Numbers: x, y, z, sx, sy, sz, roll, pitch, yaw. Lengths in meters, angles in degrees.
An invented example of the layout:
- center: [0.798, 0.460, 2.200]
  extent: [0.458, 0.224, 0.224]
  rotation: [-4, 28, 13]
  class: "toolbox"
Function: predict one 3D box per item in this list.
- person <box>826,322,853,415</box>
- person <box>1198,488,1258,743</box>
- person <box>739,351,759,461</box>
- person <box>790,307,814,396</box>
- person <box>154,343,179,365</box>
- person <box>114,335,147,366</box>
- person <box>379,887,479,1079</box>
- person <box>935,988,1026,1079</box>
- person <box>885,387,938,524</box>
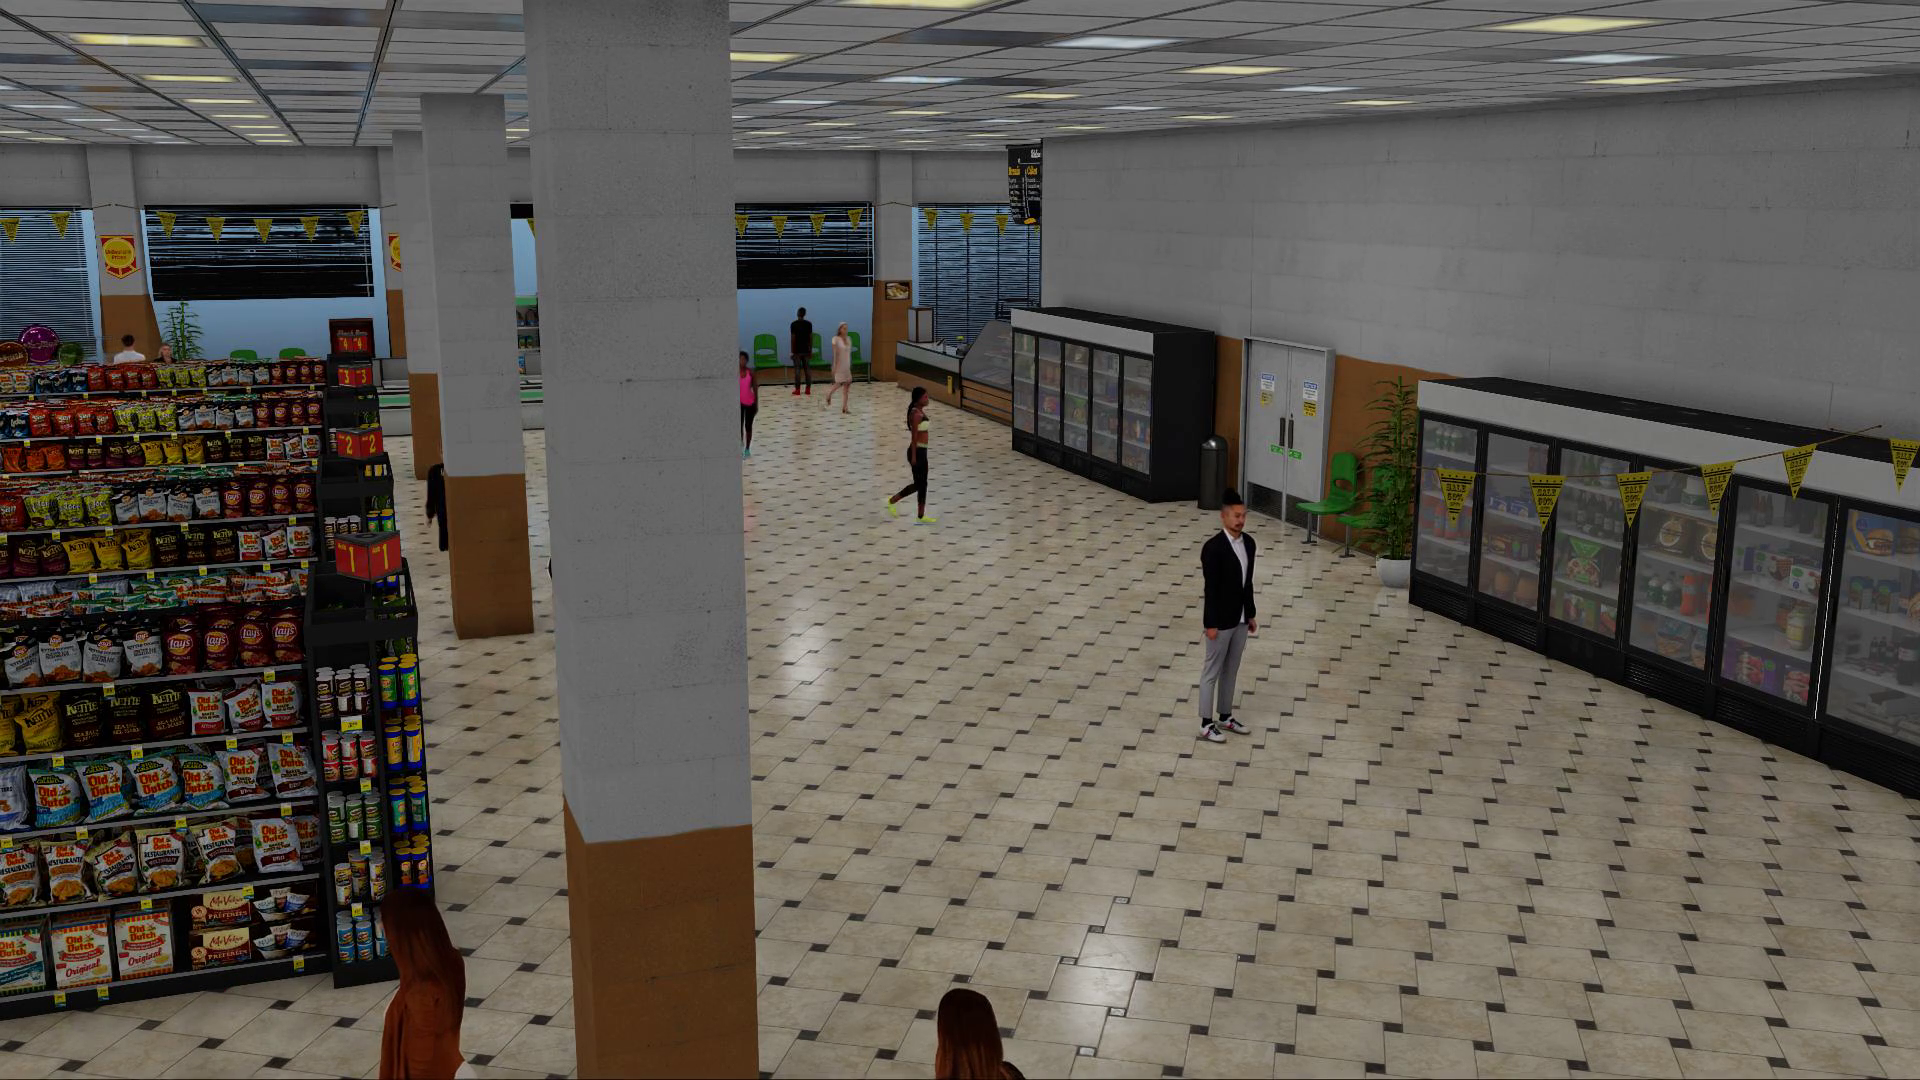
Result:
- center: [-2.283, -3.261, 31.502]
  extent: [0.942, 1.725, 0.869]
  rotation: [-11, 16, -41]
  class: "person"
- center: [2.050, 0.554, 12.820]
  extent: [0.671, 1.959, 0.841]
  rotation: [-10, 15, -39]
  class: "person"
- center: [-3.365, -2.088, 26.074]
  extent: [1.107, 1.666, 0.849]
  rotation: [-1, 12, -4]
  class: "person"
- center: [-3.284, -3.914, 34.414]
  extent: [0.489, 1.803, 0.716]
  rotation: [-6, 13, -25]
  class: "person"
- center: [-13.182, -2.439, 27.695]
  extent: [0.753, 1.686, 0.657]
  rotation: [8, 15, 35]
  class: "person"
- center: [-13.607, -2.424, 27.284]
  extent: [0.807, 1.826, 0.895]
  rotation: [0, 12, -2]
  class: "person"
- center: [-1.910, 2.088, 6.135]
  extent: [0.641, 1.712, 0.670]
  rotation: [-1, 12, -5]
  class: "person"
- center: [0.057, 2.255, 5.348]
  extent: [0.756, 1.708, 0.647]
  rotation: [9, 15, 37]
  class: "person"
- center: [-0.620, -1.059, 21.013]
  extent: [0.979, 1.738, 0.831]
  rotation: [2, 12, 11]
  class: "person"
